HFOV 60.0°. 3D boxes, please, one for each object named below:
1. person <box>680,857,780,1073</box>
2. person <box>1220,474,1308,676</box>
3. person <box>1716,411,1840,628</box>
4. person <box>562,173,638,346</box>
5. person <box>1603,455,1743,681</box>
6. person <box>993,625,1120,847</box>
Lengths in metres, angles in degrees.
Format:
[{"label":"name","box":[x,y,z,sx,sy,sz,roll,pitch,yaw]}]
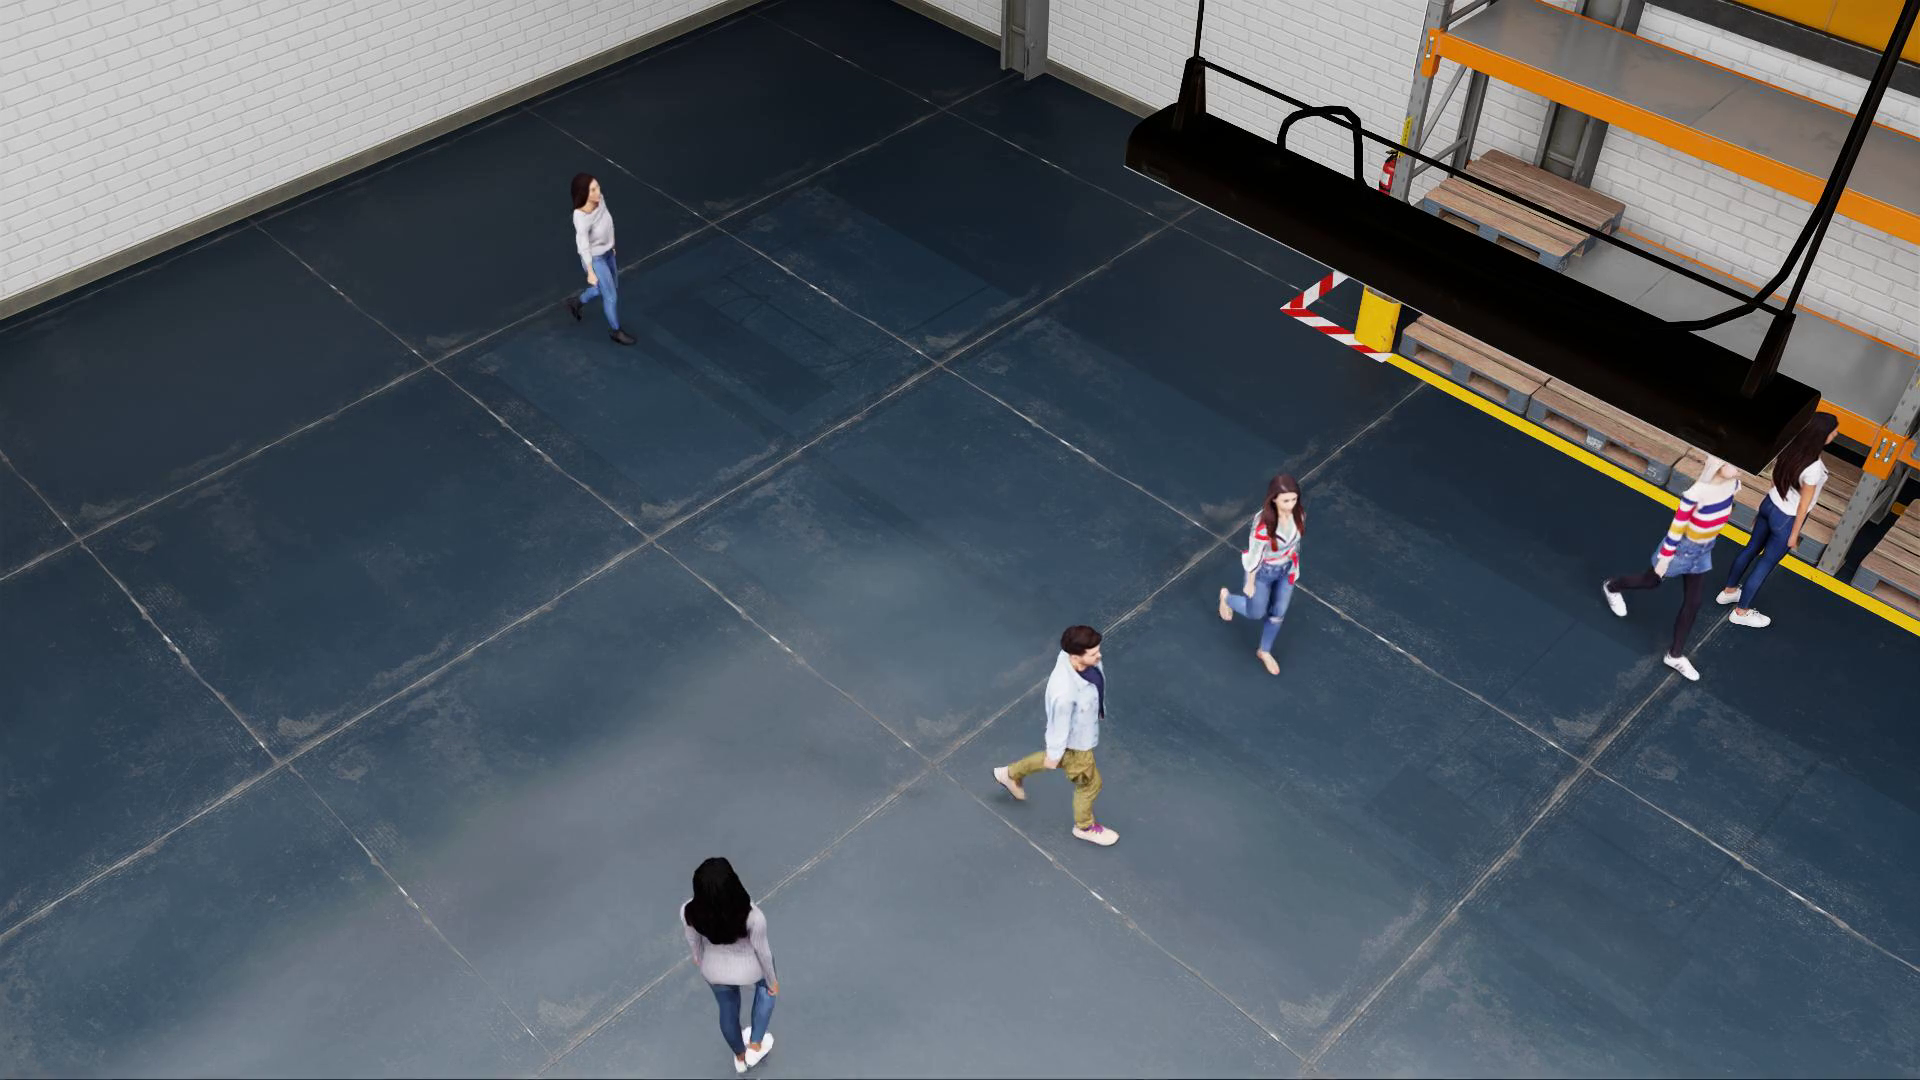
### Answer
[{"label":"person","box":[-1.198,2.307,8.656,0.726,1.723,0.812,7,44,7]},{"label":"person","box":[2.012,0.157,11.005,0.760,1.596,0.958,-20,47,-20]},{"label":"person","box":[5.518,-0.155,11.203,0.722,1.775,0.661,0,44,0]},{"label":"person","box":[-3.015,-2.295,13.567,0.994,1.612,0.875,9,44,10]},{"label":"person","box":[4.732,0.019,11.031,0.982,1.760,1.281,-17,46,-17]},{"label":"person","box":[0.583,1.111,9.866,1.199,1.786,1.013,11,45,11]}]
